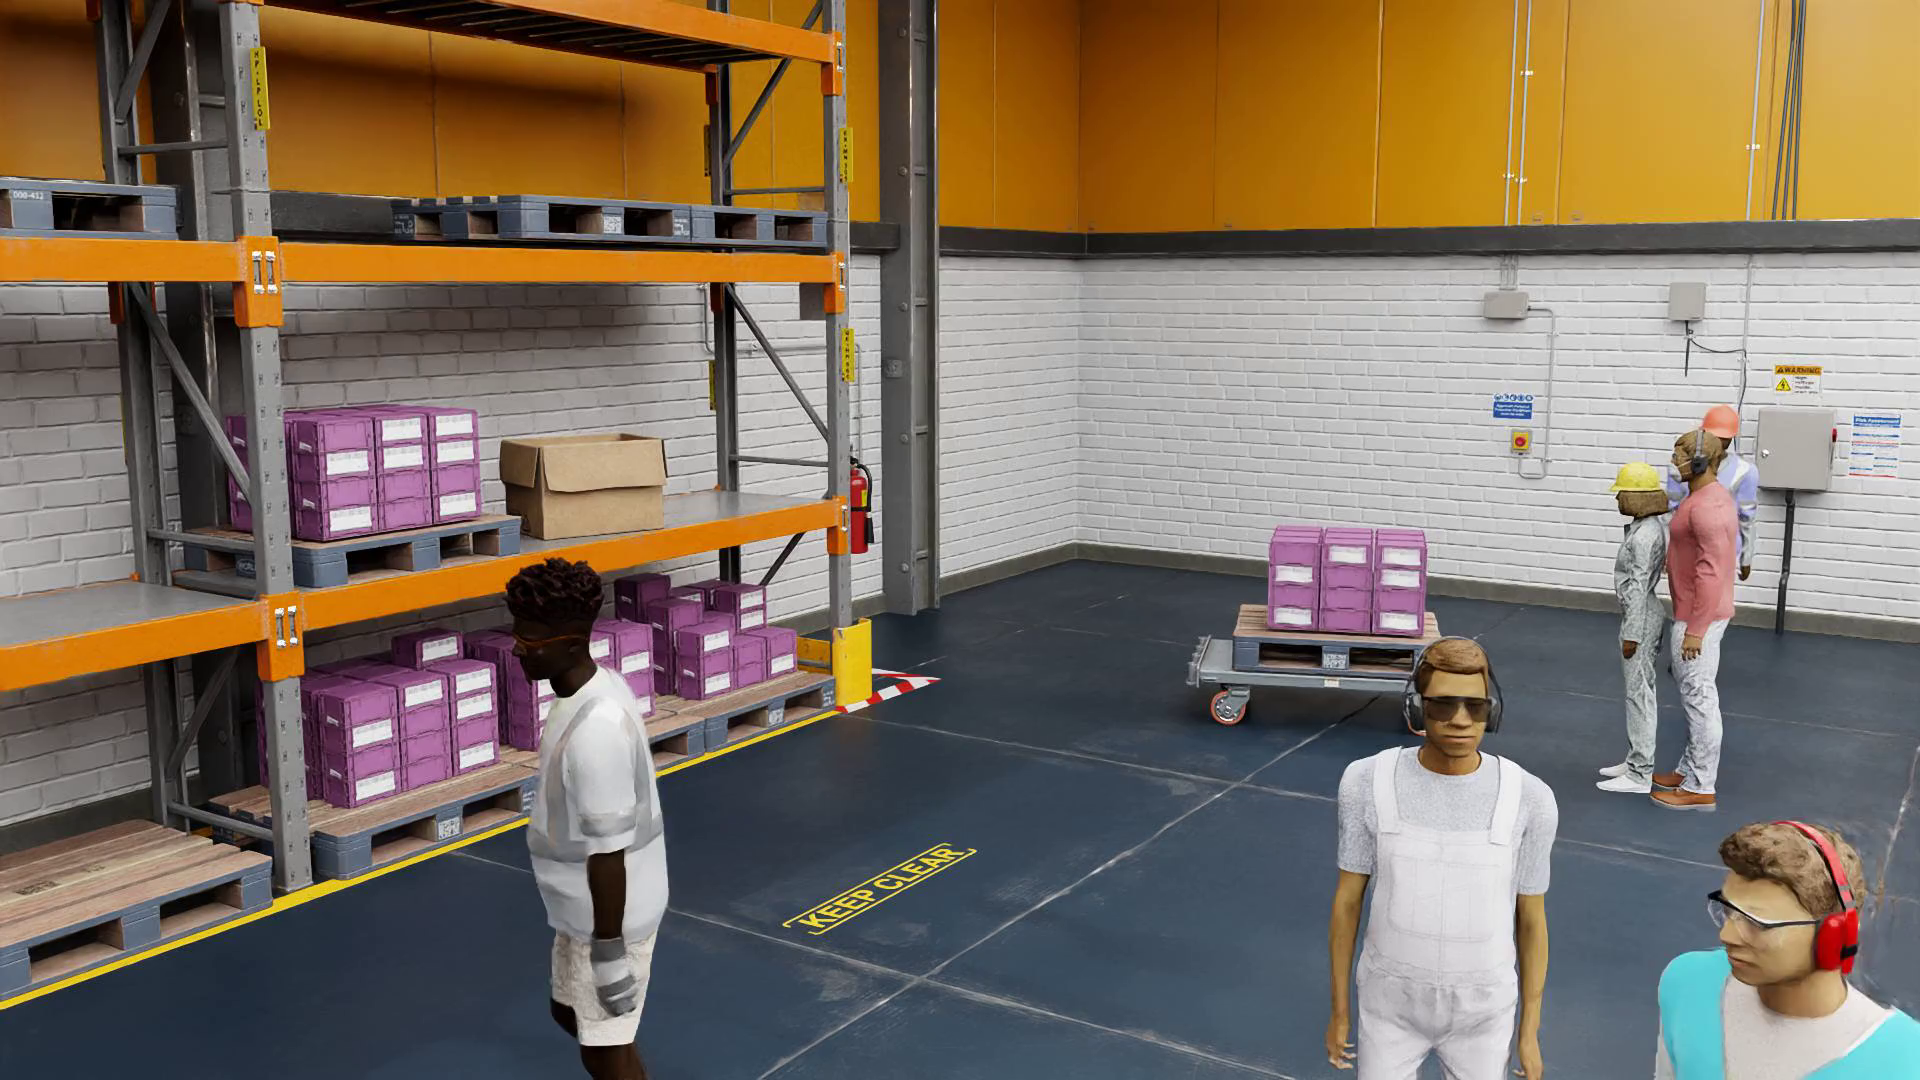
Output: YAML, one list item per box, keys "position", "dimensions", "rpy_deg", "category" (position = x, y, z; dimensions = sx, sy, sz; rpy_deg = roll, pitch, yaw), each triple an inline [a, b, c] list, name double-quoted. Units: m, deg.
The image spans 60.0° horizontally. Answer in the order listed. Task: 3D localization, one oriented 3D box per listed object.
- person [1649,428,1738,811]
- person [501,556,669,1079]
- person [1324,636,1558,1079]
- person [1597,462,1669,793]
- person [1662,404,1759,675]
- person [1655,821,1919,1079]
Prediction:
- position: [3.732, 0.402, 8.436]
  dimensions: [0.352, 1.937, 0.635]
  rpy_deg: [4, 9, 22]
  category: "person"
- position: [-0.983, 0.993, 4.550]
  dimensions: [0.458, 1.947, 0.646]
  rpy_deg: [-3, 9, -16]
  category: "person"
- position: [1.131, 1.135, 3.968]
  dimensions: [0.510, 1.846, 0.341]
  rpy_deg: [3, 9, 16]
  category: "person"
- position: [3.540, 0.454, 8.756]
  dimensions: [0.322, 1.737, 0.485]
  rpy_deg: [4, 10, 23]
  category: "person"
- position: [4.919, 0.043, 10.909]
  dimensions: [0.572, 1.906, 0.720]
  rpy_deg: [6, 11, 36]
  category: "person"
- position: [1.415, 1.333, 2.845]
  dimensions: [0.965, 1.804, 0.586]
  rpy_deg: [-3, 9, -19]
  category: "person"
